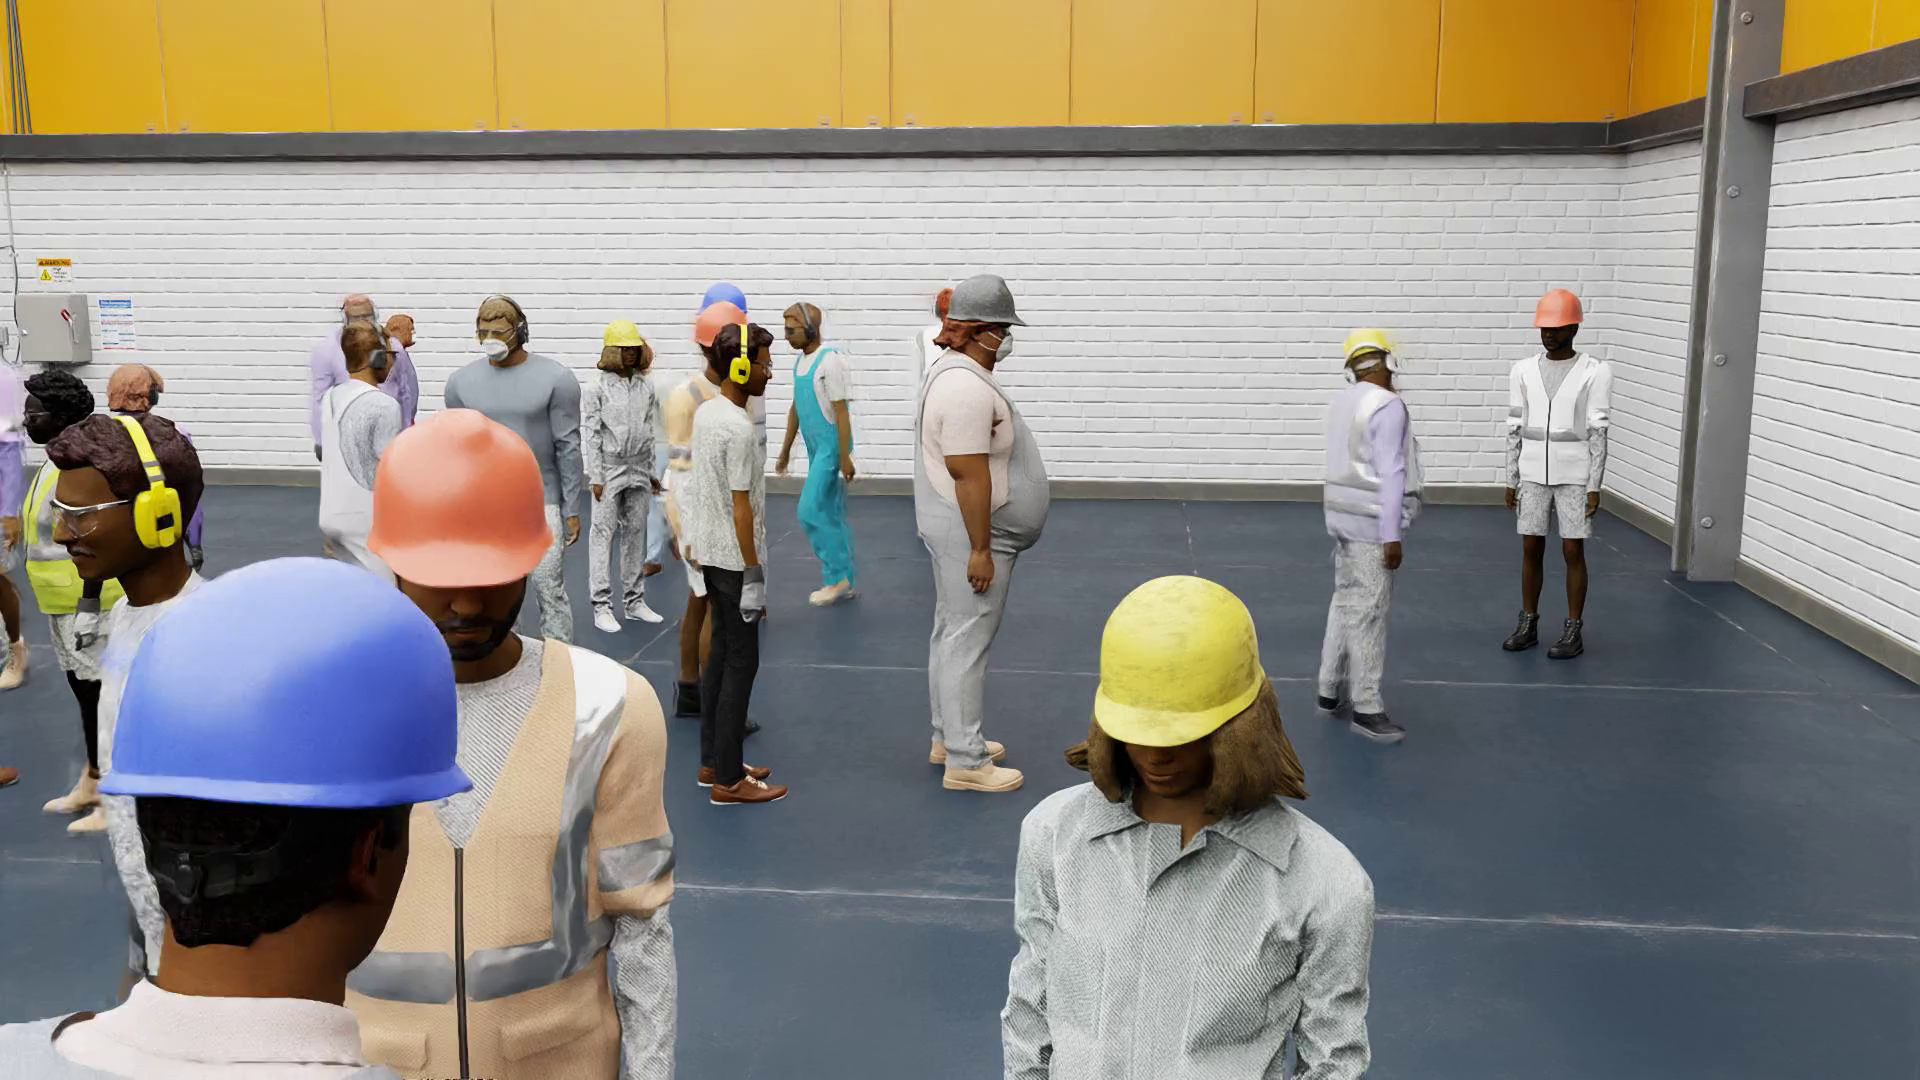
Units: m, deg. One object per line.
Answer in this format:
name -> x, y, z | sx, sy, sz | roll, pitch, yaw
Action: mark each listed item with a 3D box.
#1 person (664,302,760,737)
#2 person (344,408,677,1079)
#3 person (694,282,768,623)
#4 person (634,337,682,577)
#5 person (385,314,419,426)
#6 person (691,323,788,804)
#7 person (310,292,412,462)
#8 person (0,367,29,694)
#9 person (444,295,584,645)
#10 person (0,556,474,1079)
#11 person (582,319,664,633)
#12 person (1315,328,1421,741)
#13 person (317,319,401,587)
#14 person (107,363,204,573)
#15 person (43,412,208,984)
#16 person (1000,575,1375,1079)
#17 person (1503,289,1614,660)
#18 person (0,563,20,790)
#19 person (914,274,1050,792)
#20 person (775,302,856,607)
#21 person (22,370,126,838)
person -> -1.062, -0.083, 7.305 | 0.612, 1.903, 0.542 | 4, 11, 20
person -> -0.664, 0.774, 2.314 | 0.550, 1.925, 0.390 | -2, 10, -12
person -> -1.265, -0.449, 9.248 | 0.400, 1.945, 0.615 | 2, 10, 9
person -> -2.019, -0.581, 10.991 | 0.509, 1.597, 0.620 | 5, 11, 28
person -> -4.295, -0.925, 12.876 | 0.281, 1.633, 0.500 | -3, 10, -15
person -> -0.857, 0.098, 6.399 | 0.341, 1.856, 0.523 | -4, 11, -24
person -> -4.050, -0.753, 11.271 | 0.695, 1.860, 0.911 | -7, 12, -35
person -> -4.612, -0.186, 7.650 | 0.624, 1.995, 1.050 | -2, 10, -14
person -> -2.024, -0.142, 7.569 | 0.636, 1.928, 0.386 | 1, 10, 4
person -> -0.488, 0.953, 1.324 | 0.619, 1.903, 0.859 | 3, 10, 17
person -> -1.883, -0.366, 9.357 | 0.308, 1.744, 0.485 | 8, 13, 40
person -> 1.823, -0.032, 7.369 | 0.406, 1.782, 0.678 | -2, 10, -10
person -> -2.567, -0.034, 7.214 | 0.595, 1.833, 0.367 | 8, 13, 40
person -> -3.640, 0.029, 7.418 | 0.520, 1.630, 0.323 | -1, 10, -7
person -> -1.349, 0.702, 2.923 | 0.512, 1.861, 0.325 | 9, 13, 42
person -> 0.269, 0.894, 2.169 | 0.484, 1.736, 0.308 | 4, 11, 23
person -> 3.095, -0.337, 8.685 | 0.539, 1.929, 0.387 | 8, 13, 39
person -> -3.952, 0.090, 6.356 | 0.563, 1.891, 0.665 | -5, 11, -28
person -> 0.090, -0.041, 6.648 | 0.536, 2.000, 0.688 | -1, 10, -8
person -> -0.848, -0.513, 9.984 | 0.508, 1.816, 0.535 | -4, 11, -24
person -> -3.227, 0.229, 6.084 | 0.319, 1.697, 0.533 | -8, 13, -40
